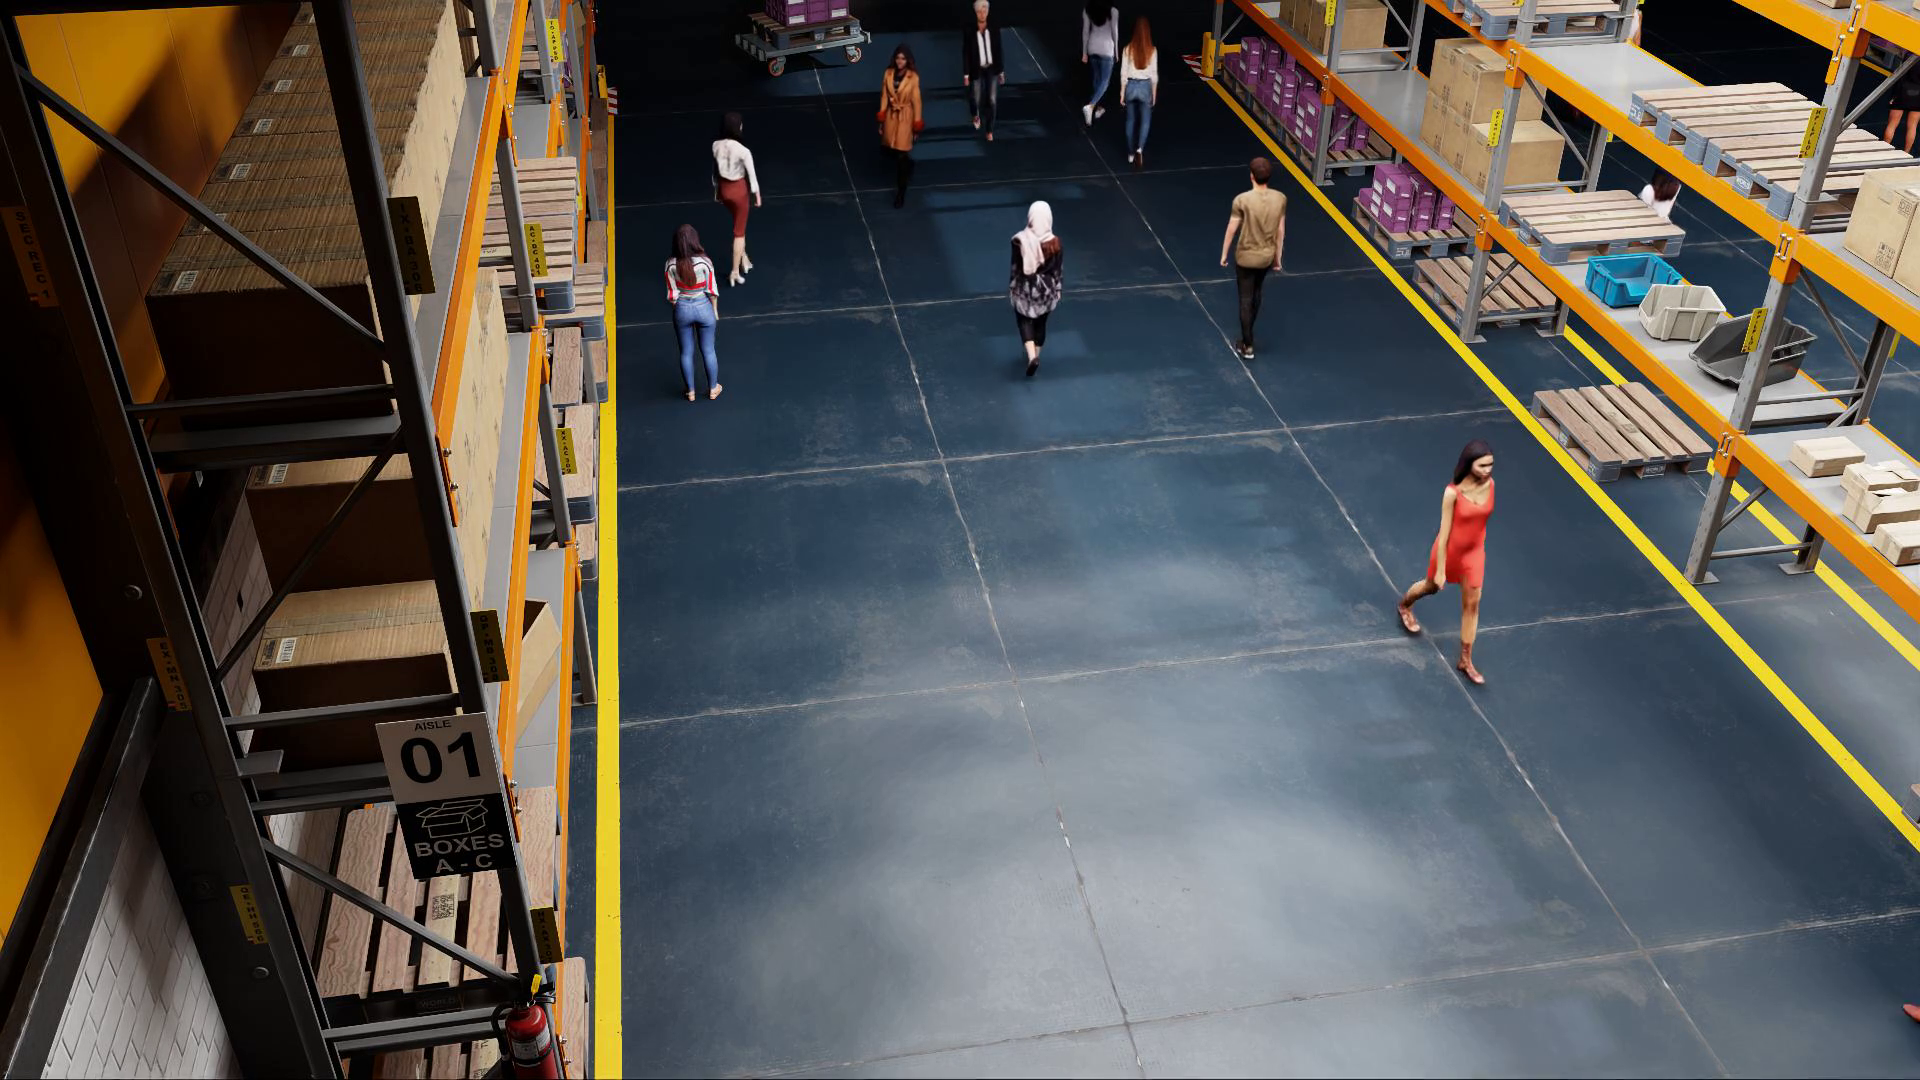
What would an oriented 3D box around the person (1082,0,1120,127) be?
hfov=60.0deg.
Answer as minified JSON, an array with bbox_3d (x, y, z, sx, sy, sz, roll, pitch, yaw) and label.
[{"bbox_3d":[1.667,-5.861,20.123,0.986,1.709,1.116,15,36,21],"label":"person"}]

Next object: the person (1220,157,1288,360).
[{"bbox_3d":[2.678,-2.502,14.959,0.674,1.831,0.889,-6,34,-9],"label":"person"}]

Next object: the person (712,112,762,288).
[{"bbox_3d":[-2.237,-3.289,16.232,0.802,1.733,0.863,18,38,25],"label":"person"}]

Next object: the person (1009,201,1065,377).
[{"bbox_3d":[0.668,-2.174,14.657,0.677,1.620,0.891,-2,34,-3],"label":"person"}]

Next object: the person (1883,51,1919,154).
[{"bbox_3d":[10.798,-5.011,18.907,0.686,1.640,0.746,11,35,15],"label":"person"}]

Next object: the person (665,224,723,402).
[{"bbox_3d":[-2.300,-1.964,14.347,0.600,1.613,0.516,-4,34,-5],"label":"person"}]

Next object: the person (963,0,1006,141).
[{"bbox_3d":[0.324,-5.607,19.866,0.736,1.763,0.792,-4,34,-5],"label":"person"}]

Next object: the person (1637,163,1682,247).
[{"bbox_3d":[6.473,-2.770,15.507,0.670,1.670,0.699,-14,36,-20],"label":"person"}]

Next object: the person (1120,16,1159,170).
[{"bbox_3d":[2.023,-5.055,18.907,0.772,1.713,1.012,4,34,6],"label":"person"}]

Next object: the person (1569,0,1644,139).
[{"bbox_3d":[7.774,-5.736,19.887,0.984,1.762,1.276,-22,39,-29],"label":"person"}]

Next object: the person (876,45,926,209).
[{"bbox_3d":[-0.637,-4.547,18.147,0.996,1.708,1.088,14,36,21],"label":"person"}]

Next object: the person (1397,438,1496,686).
[{"bbox_3d":[3.289,0.065,11.234,0.805,1.680,1.200,-14,36,-20],"label":"person"}]
